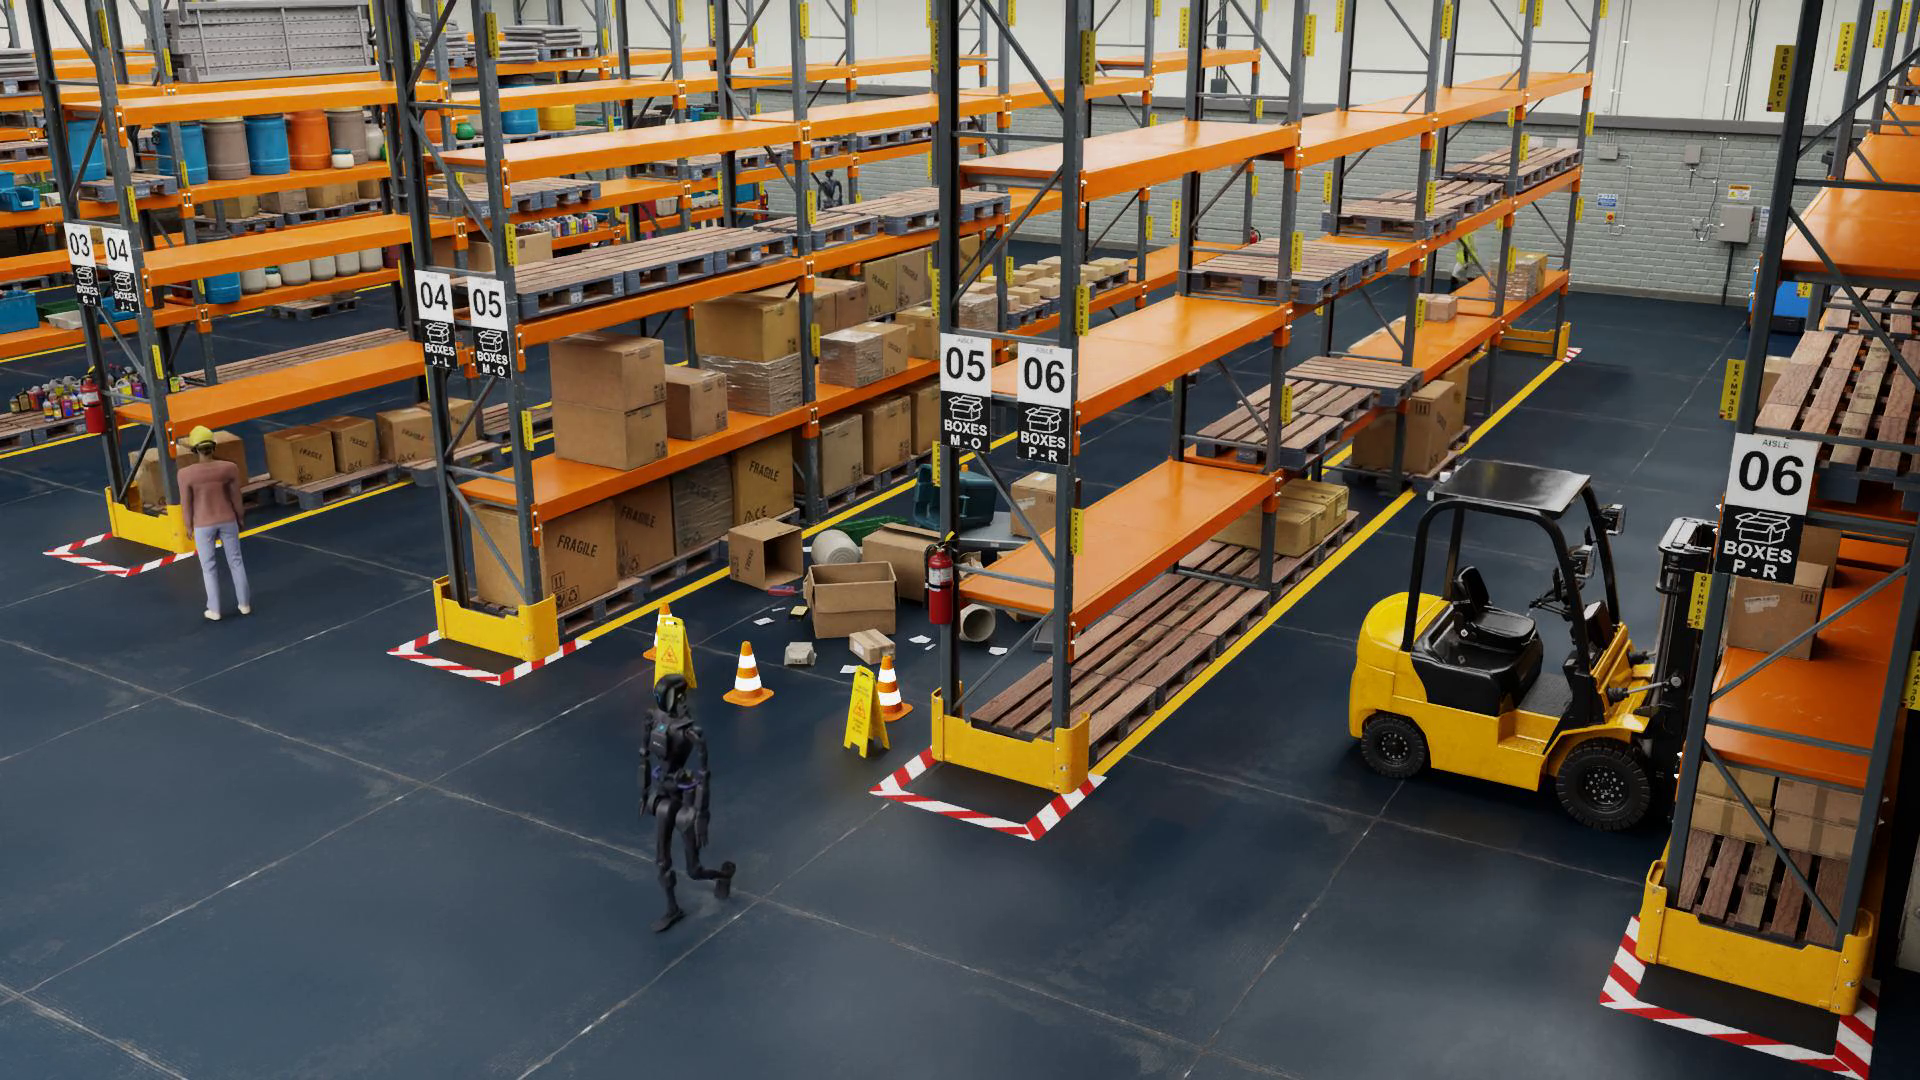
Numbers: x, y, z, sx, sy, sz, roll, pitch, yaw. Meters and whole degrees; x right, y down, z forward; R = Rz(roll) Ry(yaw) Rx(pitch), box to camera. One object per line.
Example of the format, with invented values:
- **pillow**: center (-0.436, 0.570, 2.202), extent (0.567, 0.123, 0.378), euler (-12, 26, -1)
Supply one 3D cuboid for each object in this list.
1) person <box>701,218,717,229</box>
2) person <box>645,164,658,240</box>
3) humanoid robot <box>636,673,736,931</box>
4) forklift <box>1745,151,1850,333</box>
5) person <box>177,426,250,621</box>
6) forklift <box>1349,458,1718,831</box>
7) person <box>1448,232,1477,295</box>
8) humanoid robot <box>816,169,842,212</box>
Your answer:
- **person**: center (-5.276, -7.036, 34.789), extent (0.489, 1.688, 0.349), euler (-6, 20, -17)
- **person**: center (-6.362, -6.840, 34.080), extent (0.537, 1.779, 0.729), euler (-8, 21, -22)
- **humanoid robot**: center (-1.661, 1.533, 10.050), extent (0.587, 1.632, 0.597), euler (12, 23, 32)
- **forklift**: center (13.620, -4.667, 26.137), extent (1.873, 2.768, 1.129), euler (11, 22, 29)
- **person**: center (-6.626, -0.154, 14.783), extent (0.516, 1.756, 0.342), euler (-16, 24, -38)
- **forklift**: center (3.988, 0.658, 11.776), extent (2.313, 2.155, 1.214), euler (11, 22, 29)
- **person**: center (8.492, -4.701, 28.082), extent (0.840, 1.641, 0.538), euler (13, 23, 34)
- **humanoid robot**: center (-2.683, -6.813, 34.165), extent (0.601, 1.646, 0.352), euler (-10, 21, -26)
